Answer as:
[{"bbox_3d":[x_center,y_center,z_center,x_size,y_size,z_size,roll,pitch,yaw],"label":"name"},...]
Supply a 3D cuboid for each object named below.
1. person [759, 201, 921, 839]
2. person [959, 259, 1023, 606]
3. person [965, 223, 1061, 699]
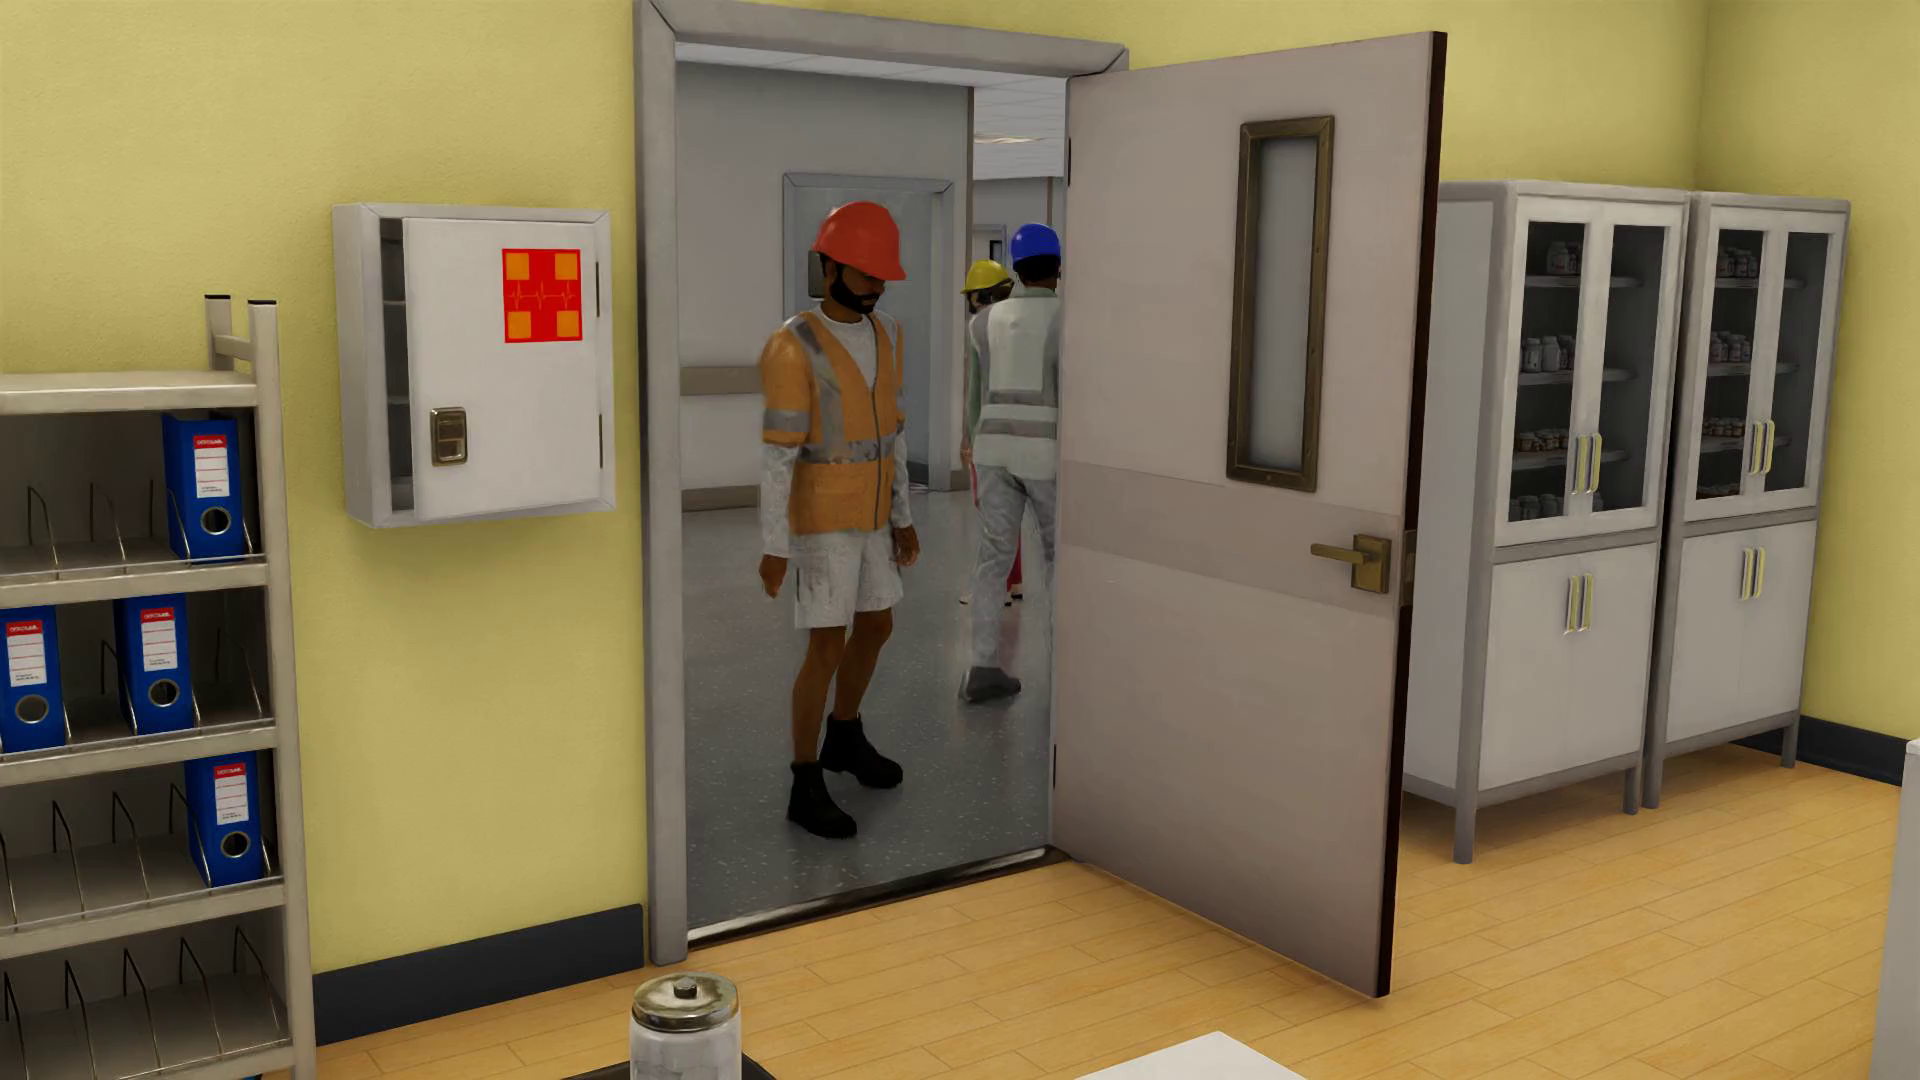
[{"bbox_3d":[-0.373,-0.071,5.151,0.573,1.908,0.728,8,12,36],"label":"person"},{"bbox_3d":[0.148,-0.543,8.477,0.346,1.756,0.528,5,10,22],"label":"person"},{"bbox_3d":[0.287,-0.326,6.753,0.631,1.890,0.893,6,11,28],"label":"person"}]
